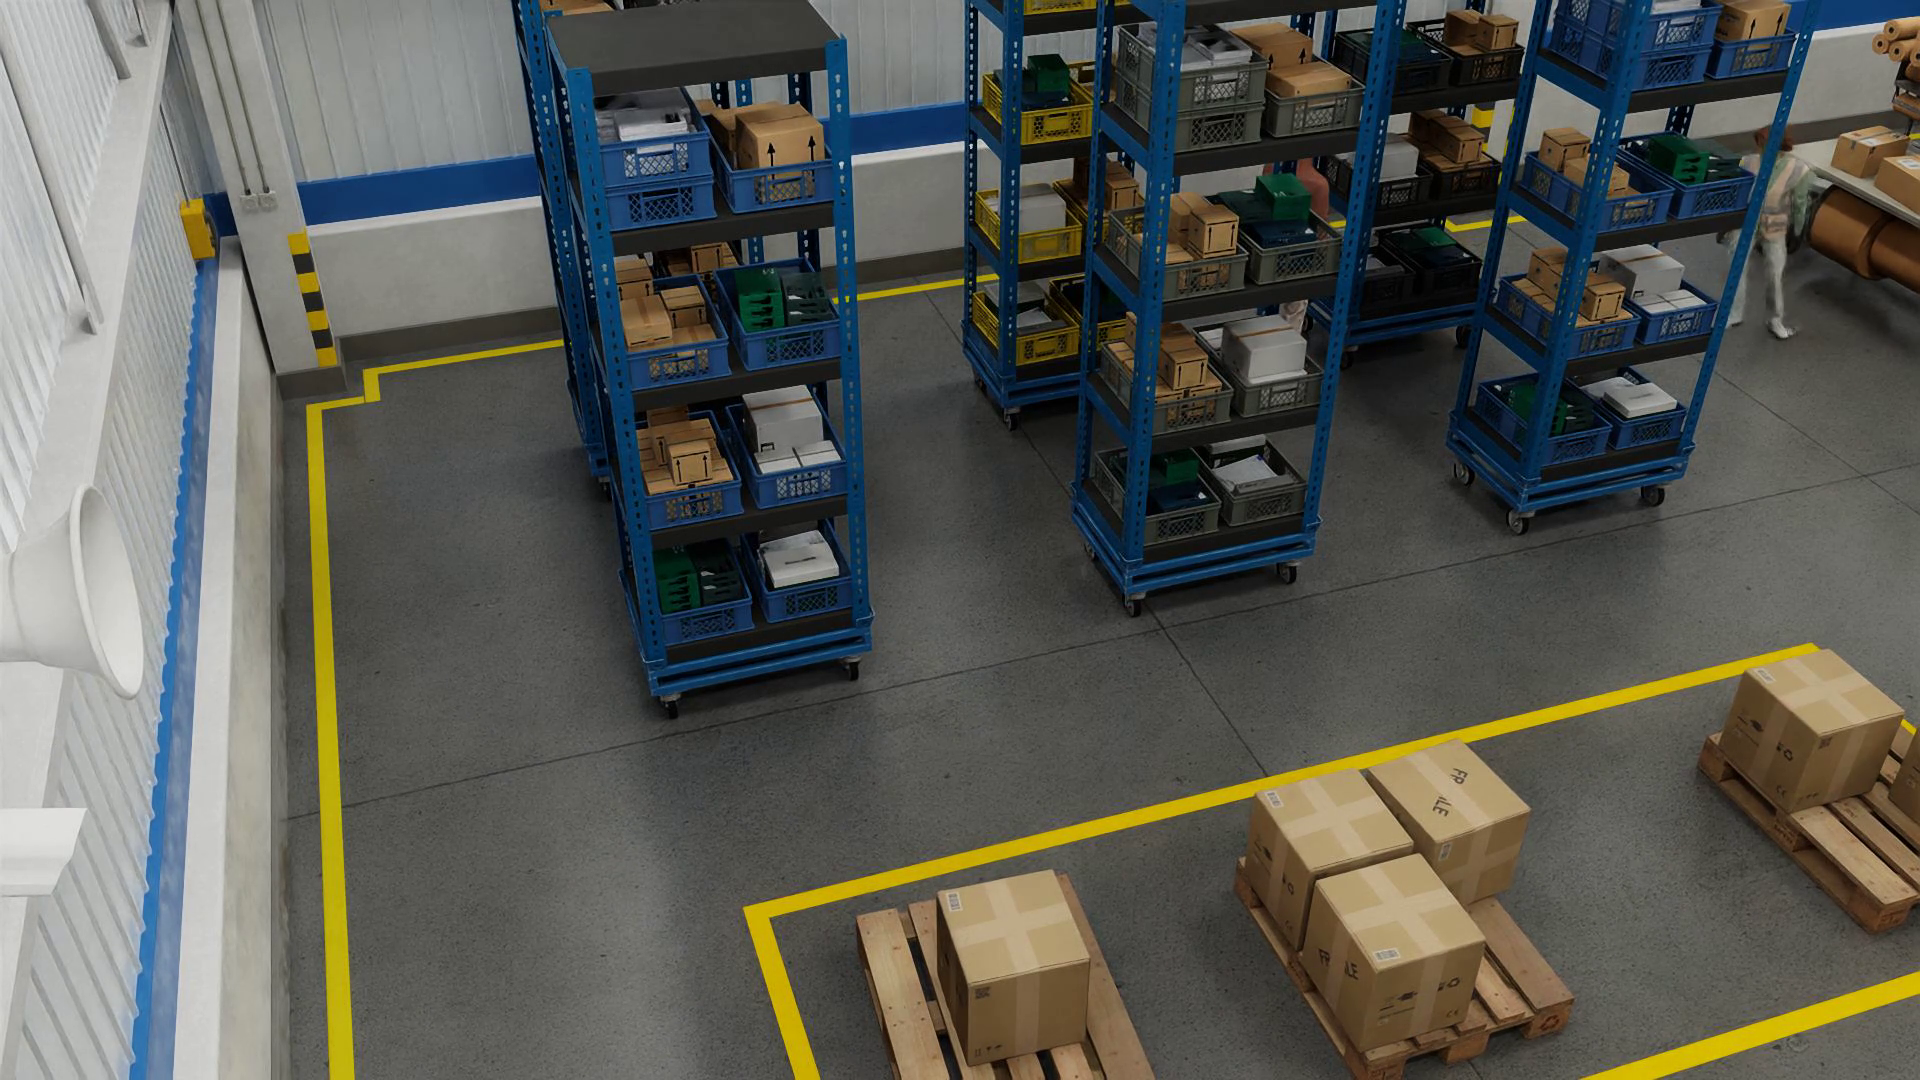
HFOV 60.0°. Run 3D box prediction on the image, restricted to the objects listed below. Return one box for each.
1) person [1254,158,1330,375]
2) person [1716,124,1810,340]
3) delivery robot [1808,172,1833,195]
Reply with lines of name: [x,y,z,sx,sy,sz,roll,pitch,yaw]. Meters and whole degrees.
person: [2.267,-1.972,11.343,0.375,1.996,0.611,-21,40,-27]
person: [5.828,-2.231,12.039,0.639,1.607,0.345,20,40,26]
delivery robot: [7.488,-3.026,13.999,0.477,0.478,0.707,-28,44,-34]
